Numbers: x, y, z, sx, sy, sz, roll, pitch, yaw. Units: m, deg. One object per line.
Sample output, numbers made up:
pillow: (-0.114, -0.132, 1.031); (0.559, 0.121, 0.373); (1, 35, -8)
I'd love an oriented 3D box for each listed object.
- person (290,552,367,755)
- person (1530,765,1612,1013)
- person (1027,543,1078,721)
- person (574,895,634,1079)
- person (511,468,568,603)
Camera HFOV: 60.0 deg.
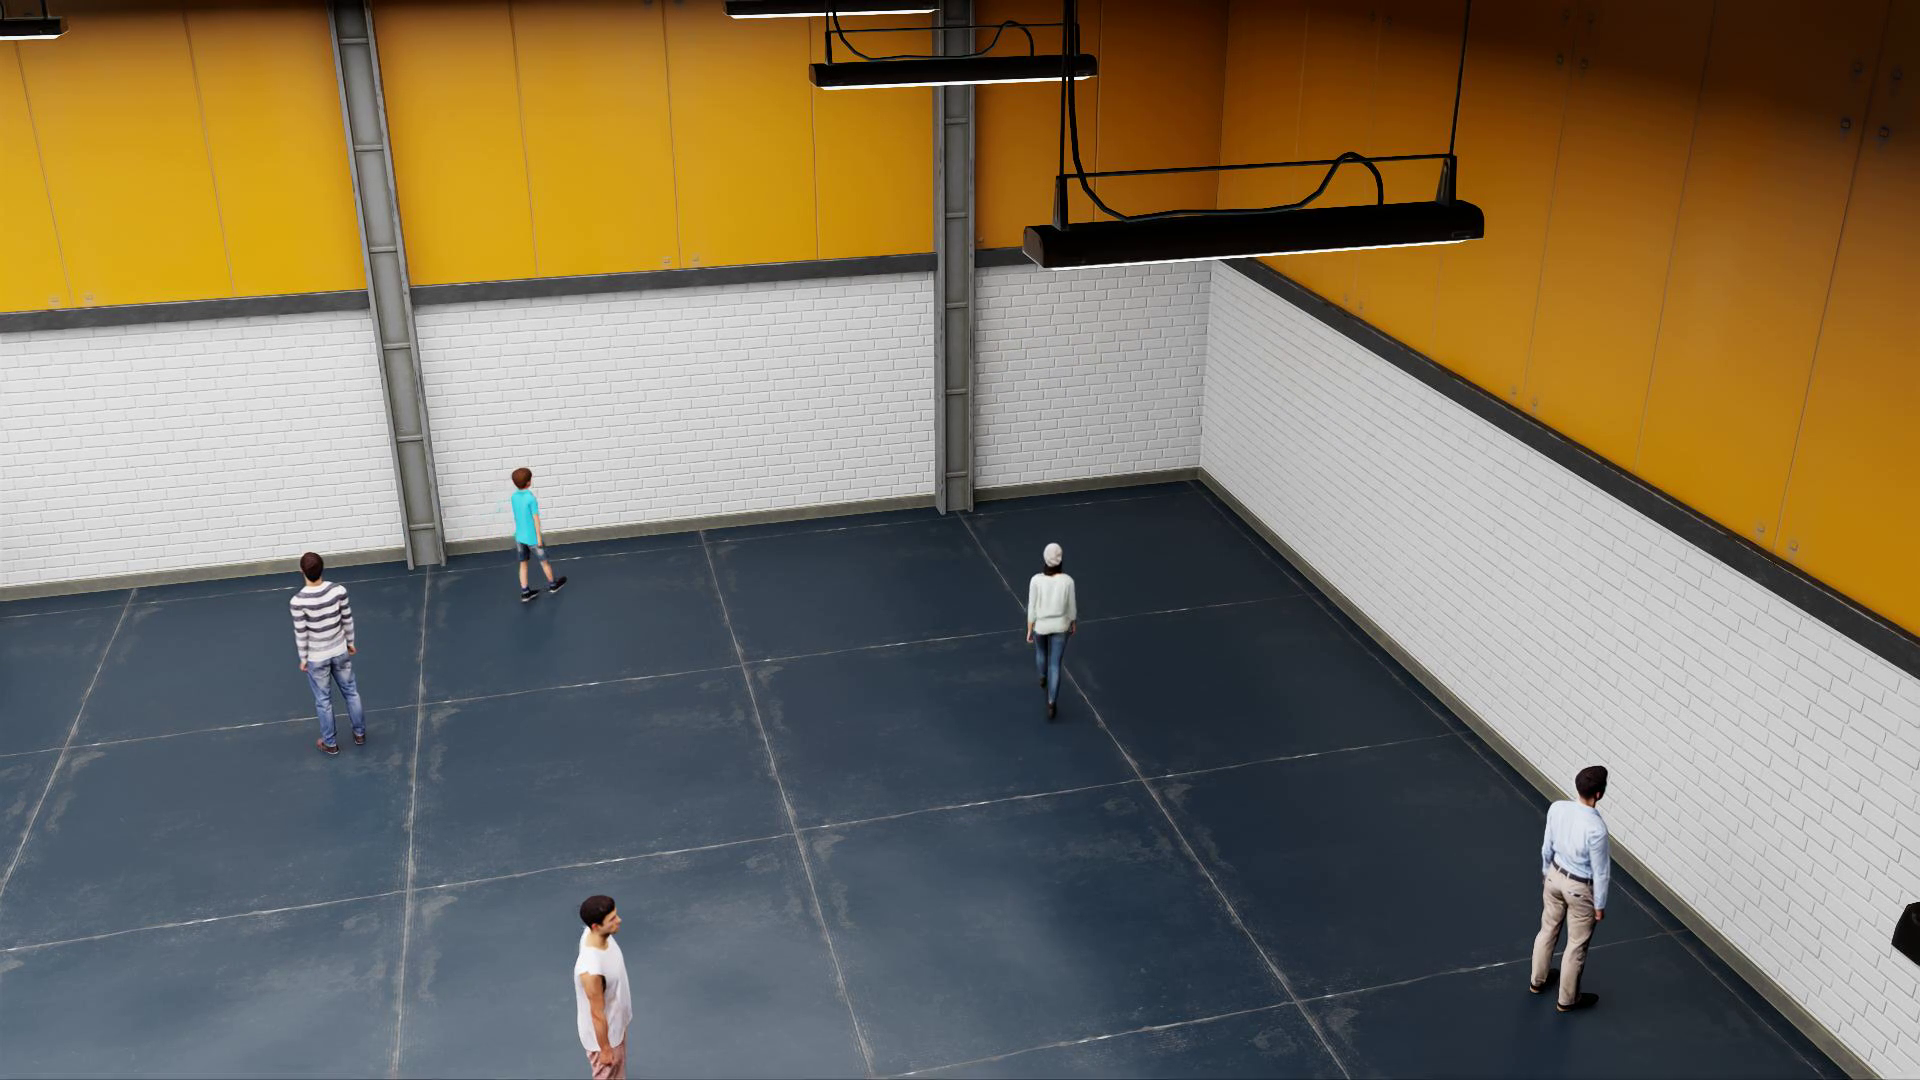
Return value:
person: (-5.458, 0.962, 14.349); (0.633, 1.855, 0.782); (-19, 30, -37)
person: (4.141, 2.331, 11.226); (0.705, 1.847, 0.722); (-14, 27, -30)
person: (0.825, 0.838, 14.947); (1.082, 1.602, 0.886); (1, 24, 2)
person: (-2.149, 2.896, 10.011); (0.596, 1.786, 0.675); (-3, 24, -6)
person: (-4.494, -0.038, 17.158); (0.806, 1.435, 0.857); (12, 26, 26)
